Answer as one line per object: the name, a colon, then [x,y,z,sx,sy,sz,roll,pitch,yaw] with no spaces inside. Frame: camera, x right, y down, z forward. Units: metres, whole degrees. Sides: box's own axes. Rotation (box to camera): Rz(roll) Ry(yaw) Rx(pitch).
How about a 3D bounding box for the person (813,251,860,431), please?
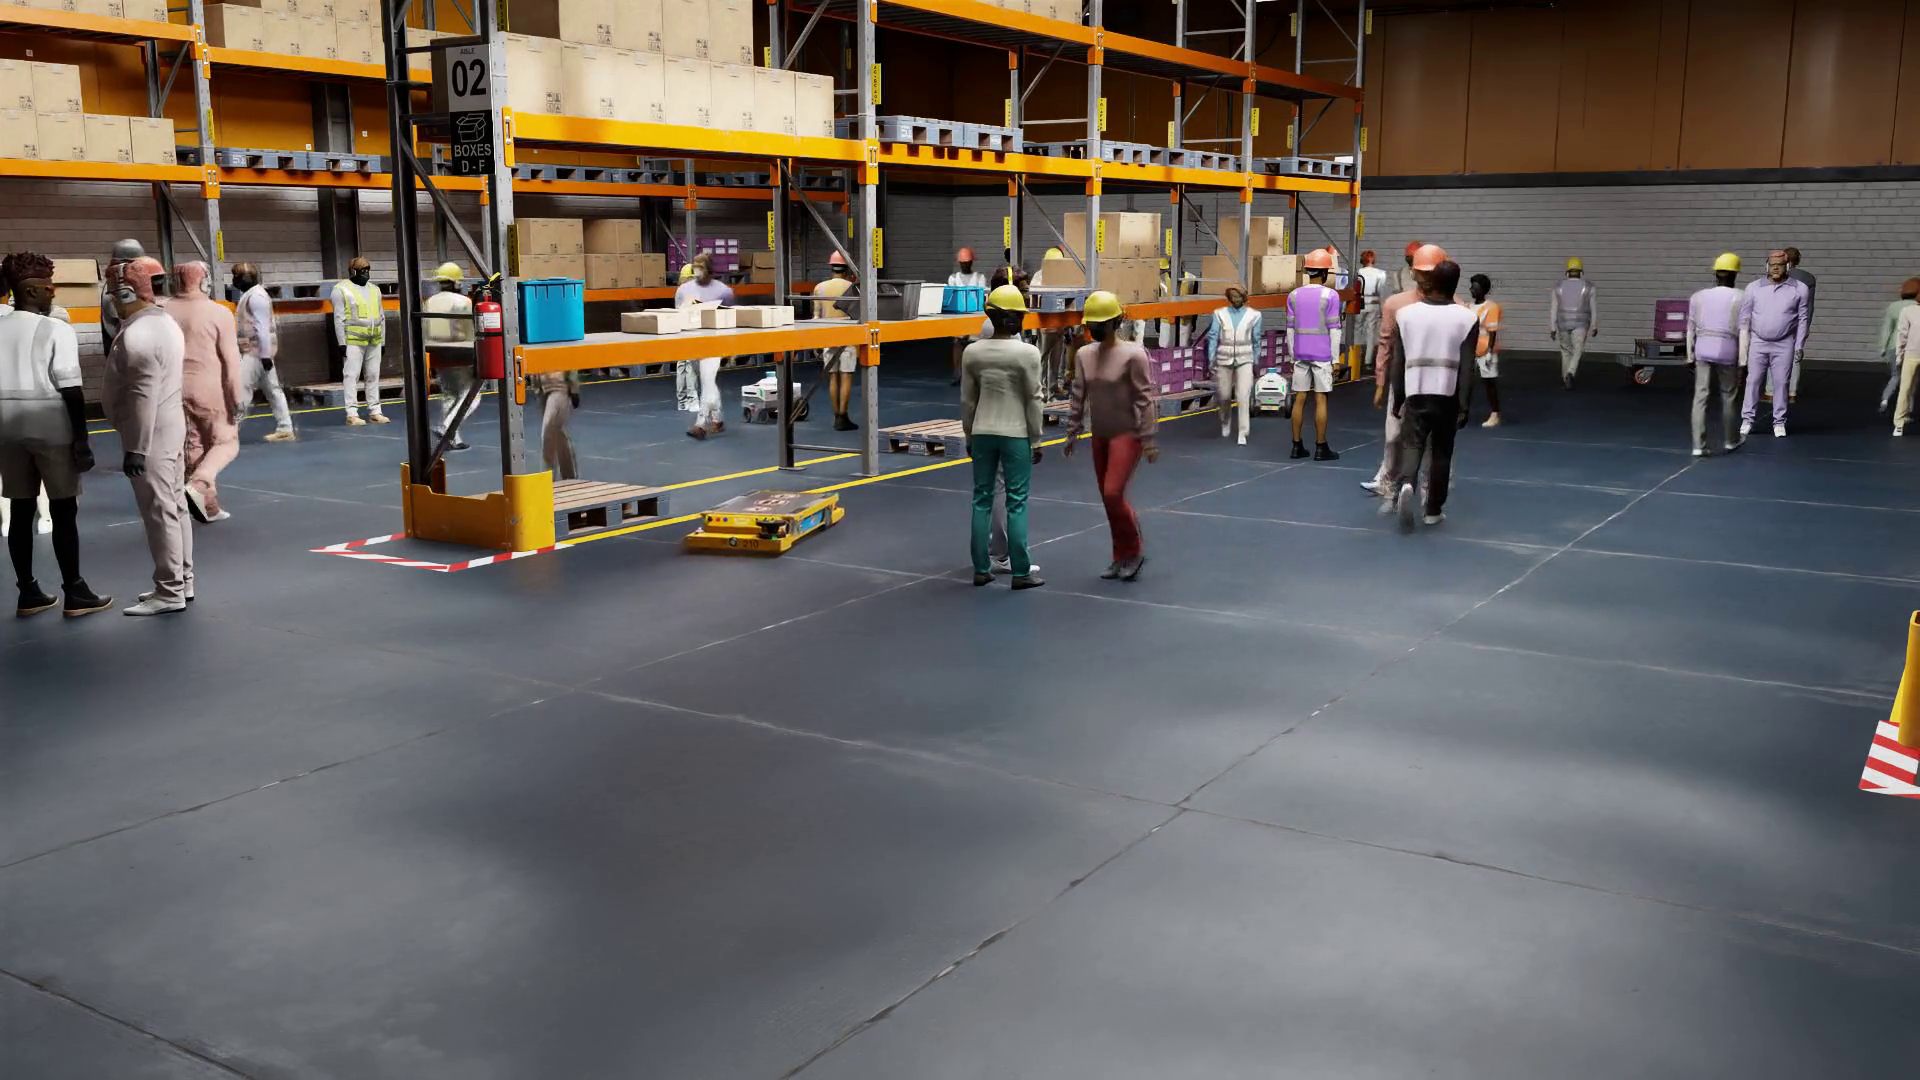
person: [-1.280,-2.122,17.726,0.556,1.920,0.454,2,10,9]

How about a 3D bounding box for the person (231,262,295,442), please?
person: [-7.124,-1.847,16.528,0.927,1.796,0.659,-5,11,-25]

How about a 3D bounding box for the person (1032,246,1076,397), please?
person: [1.230,-2.835,21.623,0.627,1.940,0.372,-6,12,-29]

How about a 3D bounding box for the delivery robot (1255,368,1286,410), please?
delivery robot: [3.574,-1.737,19.115,0.477,0.478,0.707,2,10,11]

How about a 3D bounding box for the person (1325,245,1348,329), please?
person: [5.789,-3.628,26.017,0.543,1.939,0.360,5,11,26]

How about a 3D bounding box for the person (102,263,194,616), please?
person: [-4.423,-0.545,9.042,0.407,1.902,0.639,-2,10,-12]

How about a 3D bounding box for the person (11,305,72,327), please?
person: [-6.922,-1.115,12.479,0.549,1.846,0.613,-8,13,-37]

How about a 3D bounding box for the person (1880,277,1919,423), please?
person: [10.466,-2.090,18.384,0.397,1.620,0.521,-8,13,-38]

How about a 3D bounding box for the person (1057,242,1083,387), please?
person: [1.488,-3.125,23.056,0.921,1.994,0.615,-8,13,-39]

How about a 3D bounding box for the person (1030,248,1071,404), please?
person: [1.102,-2.542,20.038,0.591,1.923,0.381,-7,13,-35]

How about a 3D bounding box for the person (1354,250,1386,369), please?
person: [6.423,-3.637,26.311,0.574,1.857,0.843,2,10,9]

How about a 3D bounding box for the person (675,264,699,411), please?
person: [-3.193,-2.398,19.742,0.312,1.744,0.487,-7,13,-36]

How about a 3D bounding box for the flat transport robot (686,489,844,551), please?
flat transport robot: [-1.305,-0.153,11.384,0.652,0.197,1.431,2,11,12]

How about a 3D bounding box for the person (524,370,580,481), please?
person: [-3.336,-1.161,13.272,0.515,1.606,0.782,7,12,34]

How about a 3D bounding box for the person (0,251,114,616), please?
person: [-4.956,-0.560,8.947,0.608,1.962,0.374,2,10,10]

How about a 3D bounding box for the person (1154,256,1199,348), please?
person: [2.992,-3.035,23.041,0.621,1.835,0.430,0,10,1]

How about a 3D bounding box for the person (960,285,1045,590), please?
person: [0.252,-0.593,9.689,0.526,1.765,0.329,6,12,30]

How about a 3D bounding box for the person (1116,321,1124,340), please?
person: [2.787,-3.969,27.813,0.621,1.974,0.445,6,12,28]

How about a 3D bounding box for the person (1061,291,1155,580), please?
person: [0.899,-0.603,9.819,0.504,1.723,0.559,-9,13,-40]

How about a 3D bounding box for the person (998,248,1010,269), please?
person: [0.974,-4.766,32.516,0.513,1.872,0.328,7,12,33]

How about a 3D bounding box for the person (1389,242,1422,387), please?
person: [6.133,-3.027,22.550,0.657,1.988,1.050,6,12,30]

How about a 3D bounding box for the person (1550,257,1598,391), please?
person: [8.275,-2.916,22.465,0.591,1.801,0.841,7,12,35]

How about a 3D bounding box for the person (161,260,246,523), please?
person: [-5.383,-1.019,11.721,0.674,1.885,0.605,2,10,10]

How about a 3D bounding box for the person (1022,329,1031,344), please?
person: [0.593,-2.502,20.555,0.854,1.650,0.544,-5,11,-25]

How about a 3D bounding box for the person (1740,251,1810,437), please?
person: [8.372,-2.015,17.167,0.649,1.907,0.409,6,12,28]

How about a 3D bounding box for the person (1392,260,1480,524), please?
person: [3.317,-1.016,11.693,0.596,1.889,0.740,5,11,25]

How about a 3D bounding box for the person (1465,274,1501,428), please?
person: [5.518,-2.019,17.877,0.790,1.654,0.543,-6,12,-28]

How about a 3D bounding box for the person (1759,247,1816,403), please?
person: [10.268,-2.669,20.702,0.635,1.938,0.354,1,10,6]

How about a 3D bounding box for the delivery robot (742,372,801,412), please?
delivery robot: [-2.100,-1.631,18.525,0.477,0.478,0.707,7,12,35]

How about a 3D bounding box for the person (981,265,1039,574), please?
person: [0.285,-0.729,10.147,0.312,1.869,0.537,-3,11,-16]

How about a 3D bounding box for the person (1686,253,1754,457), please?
person: [7.178,-1.737,15.668,0.612,1.884,0.925,9,14,42]

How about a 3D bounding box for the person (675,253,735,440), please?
person: [-2.624,-1.989,17.087,0.630,1.889,1.028,4,11,20]

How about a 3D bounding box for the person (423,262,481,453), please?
person: [-4.805,-1.705,15.697,0.605,1.814,0.501,5,11,25]

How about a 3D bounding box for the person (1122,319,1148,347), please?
person: [2.810,-3.691,26.652,0.404,1.835,0.587,-9,14,-42]

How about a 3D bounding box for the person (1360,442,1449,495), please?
person: [3.589,-1.129,13.134,0.863,1.582,0.517,-7,12,-32]

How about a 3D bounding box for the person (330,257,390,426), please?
person: [-6.562,-2.174,18.267,0.428,1.837,0.625,7,12,34]

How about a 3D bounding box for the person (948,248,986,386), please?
person: [0.081,-3.071,23.034,0.548,1.907,0.843,2,10,8]

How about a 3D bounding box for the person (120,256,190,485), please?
person: [-6.187,-1.245,12.939,0.560,1.912,0.782,-6,12,-30]

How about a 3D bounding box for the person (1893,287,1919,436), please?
person: [9.891,-1.859,17.090,0.502,1.628,0.284,5,11,24]

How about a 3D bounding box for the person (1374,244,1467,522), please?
person: [3.327,-1.131,12.033,0.637,1.991,0.403,3,11,16]

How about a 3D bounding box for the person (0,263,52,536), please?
person: [-6.513,-0.960,11.414,0.513,1.876,0.328,-5,11,-27]

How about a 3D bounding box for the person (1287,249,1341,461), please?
person: [3.268,-1.696,15.317,0.542,1.938,0.357,9,14,41]

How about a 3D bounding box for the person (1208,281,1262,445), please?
person: [2.763,-1.787,16.688,0.523,1.615,0.691,3,11,16]

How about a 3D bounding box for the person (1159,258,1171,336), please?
person: [2.882,-3.112,23.638,0.314,1.769,0.525,1,10,3]

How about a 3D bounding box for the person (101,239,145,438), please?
person: [-7.248,-1.632,14.672,0.536,2.000,0.688,-5,11,-24]
